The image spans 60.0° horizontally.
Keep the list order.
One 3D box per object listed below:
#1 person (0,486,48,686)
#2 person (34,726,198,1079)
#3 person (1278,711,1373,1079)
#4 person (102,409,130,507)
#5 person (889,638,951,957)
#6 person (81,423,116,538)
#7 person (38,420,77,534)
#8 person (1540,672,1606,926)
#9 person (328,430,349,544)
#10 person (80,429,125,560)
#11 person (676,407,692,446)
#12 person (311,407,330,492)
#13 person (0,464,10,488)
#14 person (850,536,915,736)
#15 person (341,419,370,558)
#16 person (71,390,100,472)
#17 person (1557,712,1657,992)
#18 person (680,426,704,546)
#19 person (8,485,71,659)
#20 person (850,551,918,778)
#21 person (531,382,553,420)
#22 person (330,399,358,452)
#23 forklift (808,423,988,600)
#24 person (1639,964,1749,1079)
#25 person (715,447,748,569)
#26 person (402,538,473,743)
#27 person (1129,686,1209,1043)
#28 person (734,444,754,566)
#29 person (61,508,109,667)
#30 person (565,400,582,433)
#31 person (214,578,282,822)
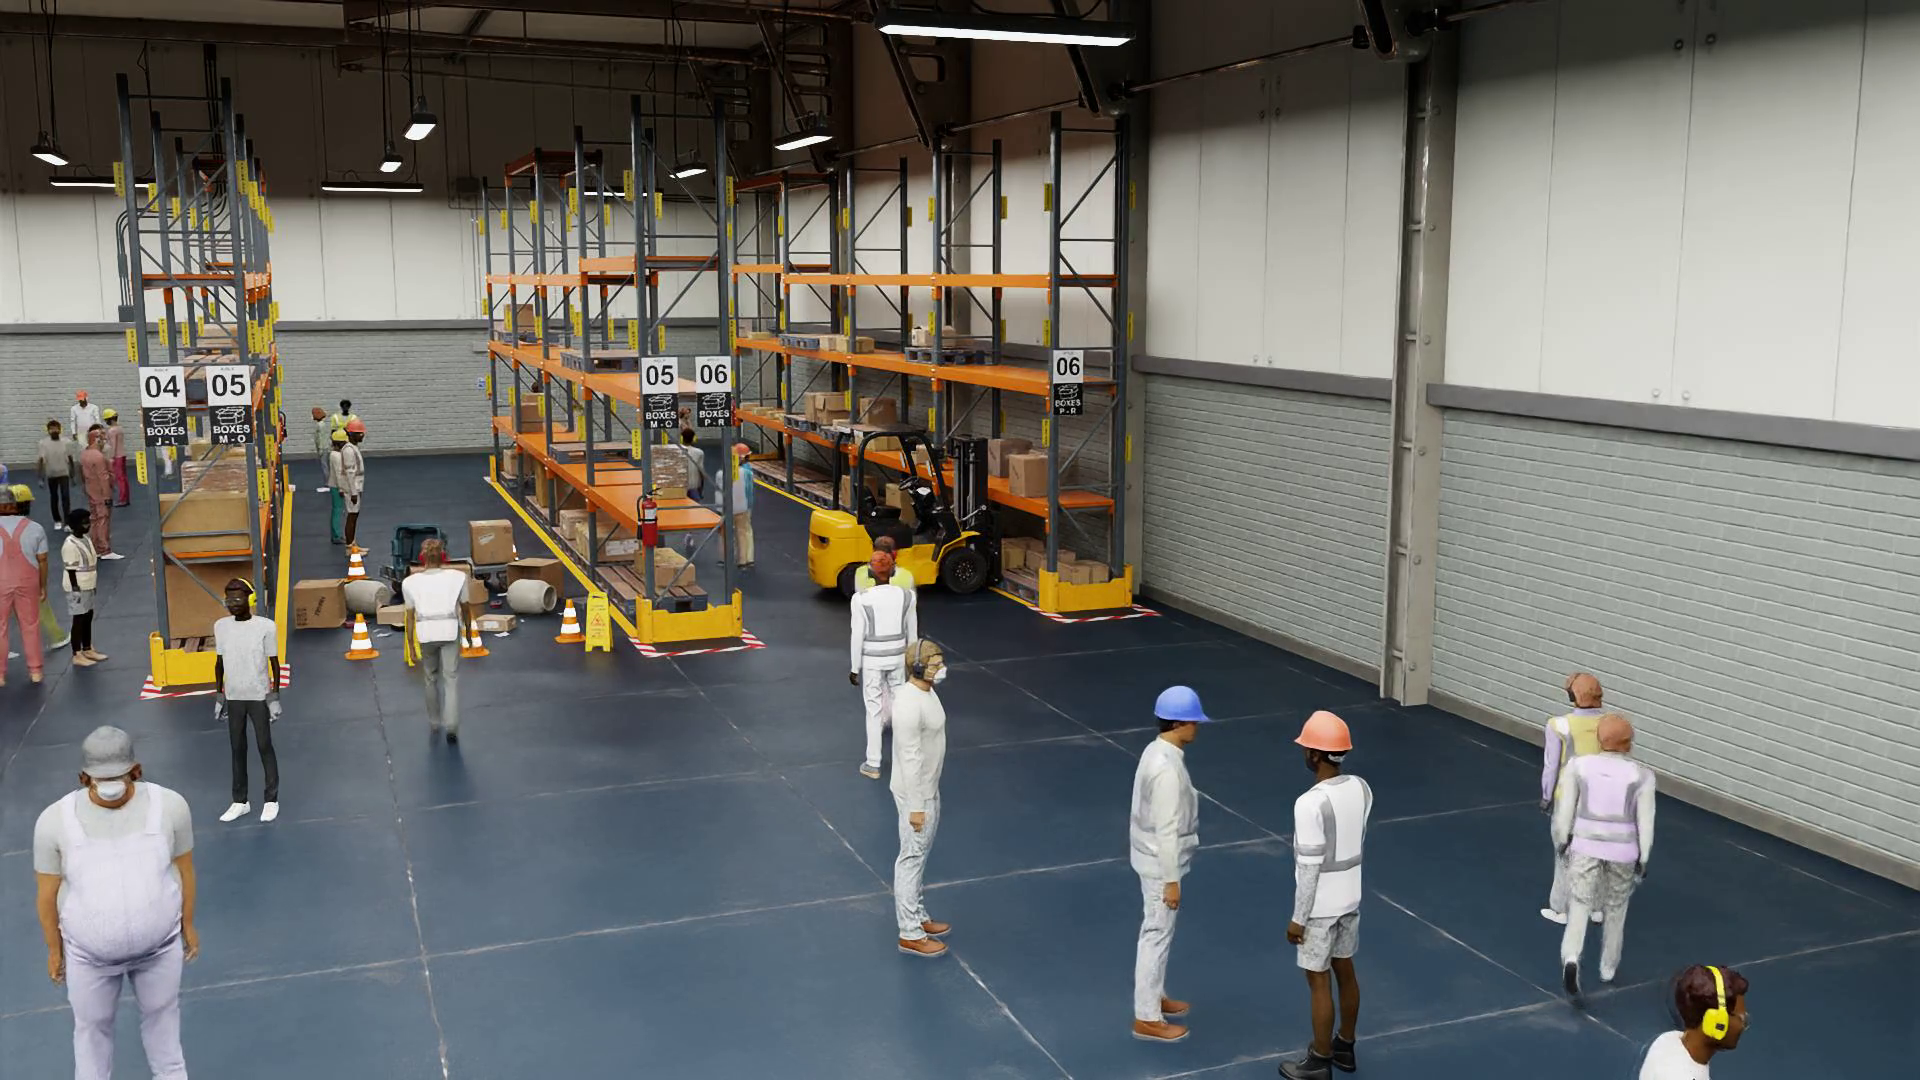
[{"bbox_3d":[-9.613,0.447,16.834,0.685,2.000,0.535,-8,12,-40],"label":"person"},{"bbox_3d":[-3.977,1.866,7.904,0.688,2.000,0.536,-5,10,-30],"label":"person"},{"bbox_3d":[1.850,1.824,8.488,0.545,1.939,0.373,-8,12,-43],"label":"person"},{"bbox_3d":[-15.122,-1.466,29.773,0.342,1.757,0.526,-1,9,-8],"label":"person"},{"bbox_3d":[-0.239,1.554,10.186,0.372,1.940,0.627,1,9,6],"label":"person"},{"bbox_3d":[-13.431,-0.895,25.899,0.519,1.850,0.561,0,9,2],"label":"person"},{"bbox_3d":[-14.589,-1.032,26.865,0.555,1.823,0.994,-5,10,-31],"label":"person"},{"bbox_3d":[3.940,1.646,10.553,0.510,1.639,0.308,0,9,-3],"label":"person"},{"bbox_3d":[-9.572,-0.816,25.682,0.350,1.758,0.522,-4,10,-24],"label":"person"},{"bbox_3d":[-12.510,-0.659,24.226,0.642,1.906,0.410,8,12,41],"label":"person"},{"bbox_3d":[-5.263,-1.726,31.769,0.314,1.639,0.517,3,9,16],"label":"person"},{"bbox_3d":[-12.246,-1.734,31.867,0.270,1.627,0.501,-4,10,-23],"label":"person"},{"bbox_3d":[-12.735,-0.332,21.718,0.369,2.044,0.615,7,12,38],"label":"person"},{"bbox_3d":[-0.663,0.825,15.224,0.562,1.803,0.921,3,10,20],"label":"person"},{"bbox_3d":[-8.888,-0.761,24.482,0.419,2.034,0.604,-2,9,-15],"label":"person"},{"bbox_3d":[-18.384,-2.283,34.971,0.577,1.737,0.355,-2,9,-12],"label":"person"},{"bbox_3d":[3.692,1.812,9.554,0.536,1.617,0.632,4,10,26],"label":"person"},{"bbox_3d":[-4.134,-0.796,25.257,0.532,1.852,0.590,-3,10,-21],"label":"person"},{"bbox_3d":[-10.173,0.330,18.105,0.603,1.870,1.001,3,10,18],"label":"person"},{"bbox_3d":[-0.629,1.021,13.711,0.584,1.882,0.339,-4,10,-22],"label":"person"},{"bbox_3d":[-9.158,-2.519,36.124,0.625,1.846,0.429,-3,10,-19],"label":"person"},{"bbox_3d":[-12.252,-1.970,33.152,0.549,1.678,0.361,-4,10,-26],"label":"person"},{"bbox_3d":[-0.830,-0.399,21.676,2.313,2.155,1.214,-4,10,-21],"label":"forklift"},{"bbox_3d":[2.312,2.330,5.717,0.717,1.827,0.606,4,10,24],"label":"person"},{"bbox_3d":[-3.233,-0.459,23.537,0.625,1.716,0.737,-6,11,-31],"label":"person"},{"bbox_3d":[-4.648,0.883,14.832,0.573,1.808,0.927,-2,9,-15],"label":"person"},{"bbox_3d":[1.126,1.740,9.033,0.418,1.938,0.617,1,9,5],"label":"person"},{"bbox_3d":[-3.096,-0.503,23.710,0.332,1.750,0.573,-1,9,-7],"label":"person"},{"bbox_3d":[-9.302,0.501,17.606,0.321,1.686,0.539,-1,9,-8],"label":"person"},{"bbox_3d":[-7.897,-2.100,34.139,0.283,1.632,0.507,6,11,35],"label":"person"},{"bbox_3d":[-5.401,1.206,12.595,0.521,1.871,0.325,0,9,1],"label":"person"}]
